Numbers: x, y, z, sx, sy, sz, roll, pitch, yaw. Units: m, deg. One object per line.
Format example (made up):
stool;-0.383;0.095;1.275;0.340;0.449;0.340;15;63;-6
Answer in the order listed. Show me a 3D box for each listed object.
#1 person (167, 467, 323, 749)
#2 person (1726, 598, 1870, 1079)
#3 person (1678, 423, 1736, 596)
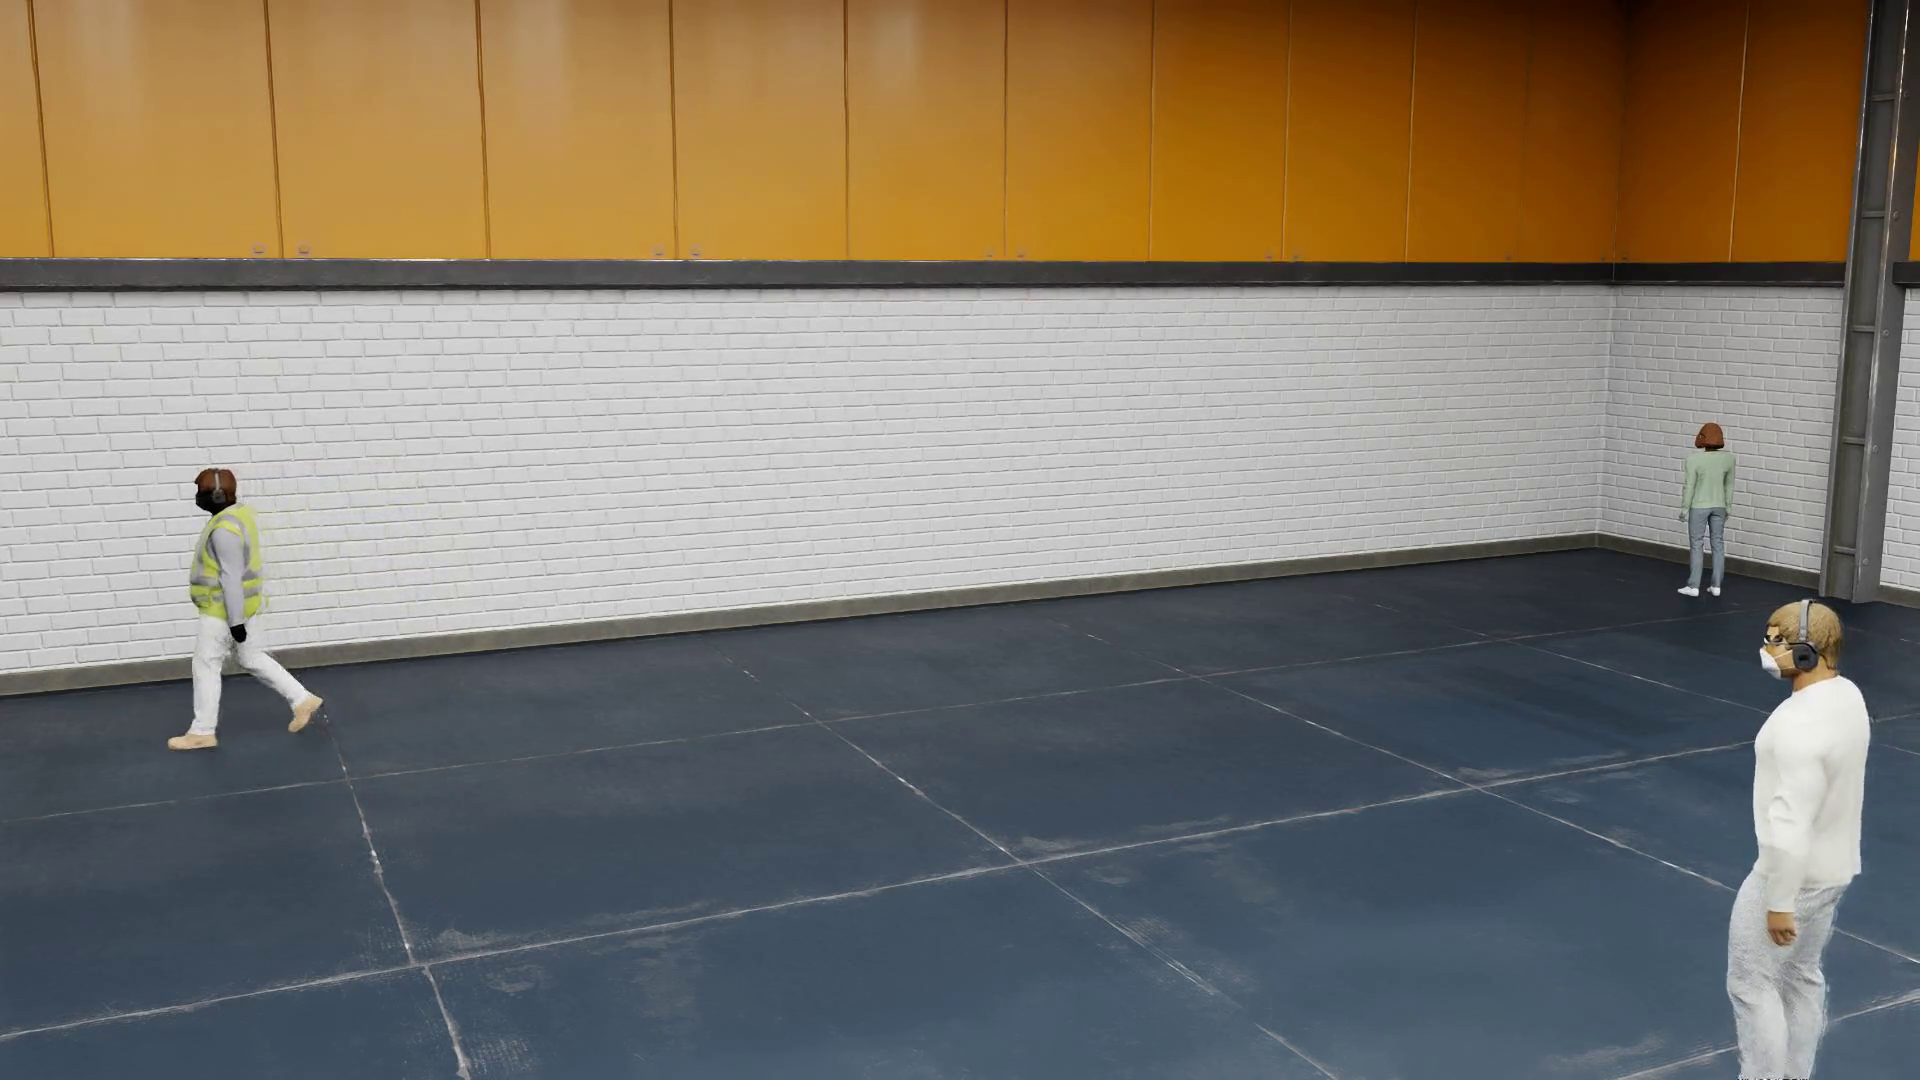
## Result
person;-4.626;0.422;10.676;0.868;1.811;0.623;-2;9;-12
person;2.867;1.154;5.755;0.425;1.936;0.644;9;13;43
person;6.994;-0.283;15.583;0.499;1.633;0.286;-1;9;-7
